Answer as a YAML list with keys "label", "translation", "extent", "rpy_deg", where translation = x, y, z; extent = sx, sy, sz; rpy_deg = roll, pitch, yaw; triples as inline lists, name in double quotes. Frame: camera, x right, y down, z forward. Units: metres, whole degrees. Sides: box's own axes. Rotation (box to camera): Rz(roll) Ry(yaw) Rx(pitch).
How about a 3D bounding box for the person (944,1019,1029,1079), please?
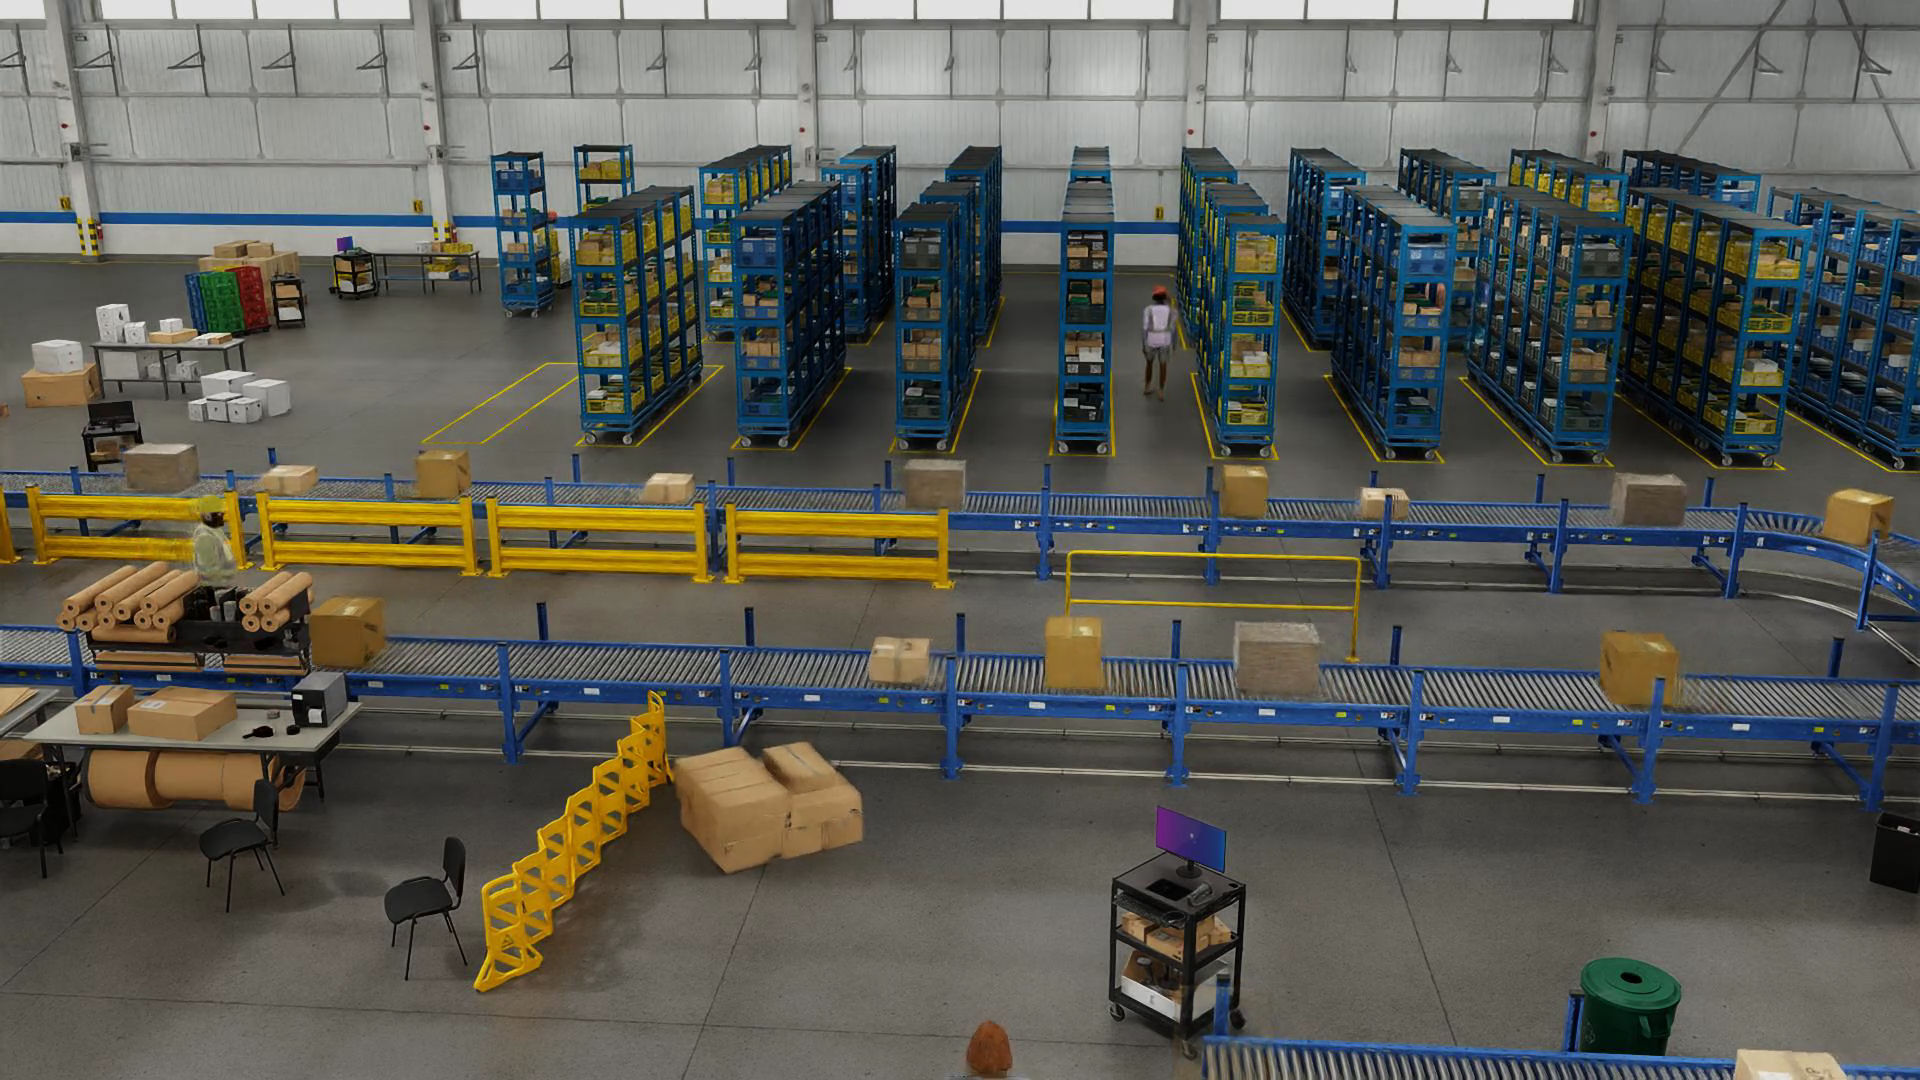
- label: "person"
  translation: [0.137, 3.216, 8.723]
  extent: [0.502, 1.612, 0.619]
  rpy_deg: [0, 17, -1]

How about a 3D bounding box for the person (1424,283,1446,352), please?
- label: "person"
  translation: [9.075, -4.314, 31.979]
  extent: [0.374, 1.995, 0.622]
  rpy_deg: [-6, 18, -17]

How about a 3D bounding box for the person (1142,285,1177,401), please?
- label: "person"
  translation: [3.507, -3.511, 29.425]
  extent: [0.636, 2.005, 0.938]
  rpy_deg: [0, 17, 0]

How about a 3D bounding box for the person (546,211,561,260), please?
- label: "person"
  translation: [-10.426, -7.564, 42.706]
  extent: [0.372, 1.735, 0.580]
  rpy_deg: [-2, 18, -6]

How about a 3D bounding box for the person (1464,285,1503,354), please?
- label: "person"
  translation: [10.462, -4.474, 32.788]
  extent: [0.910, 1.812, 0.574]
  rpy_deg: [2, 18, 6]

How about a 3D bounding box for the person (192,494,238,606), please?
- label: "person"
  translation: [-7.824, 0.403, 17.341]
  extent: [0.826, 1.803, 0.588]
  rpy_deg: [-3, 18, -9]
